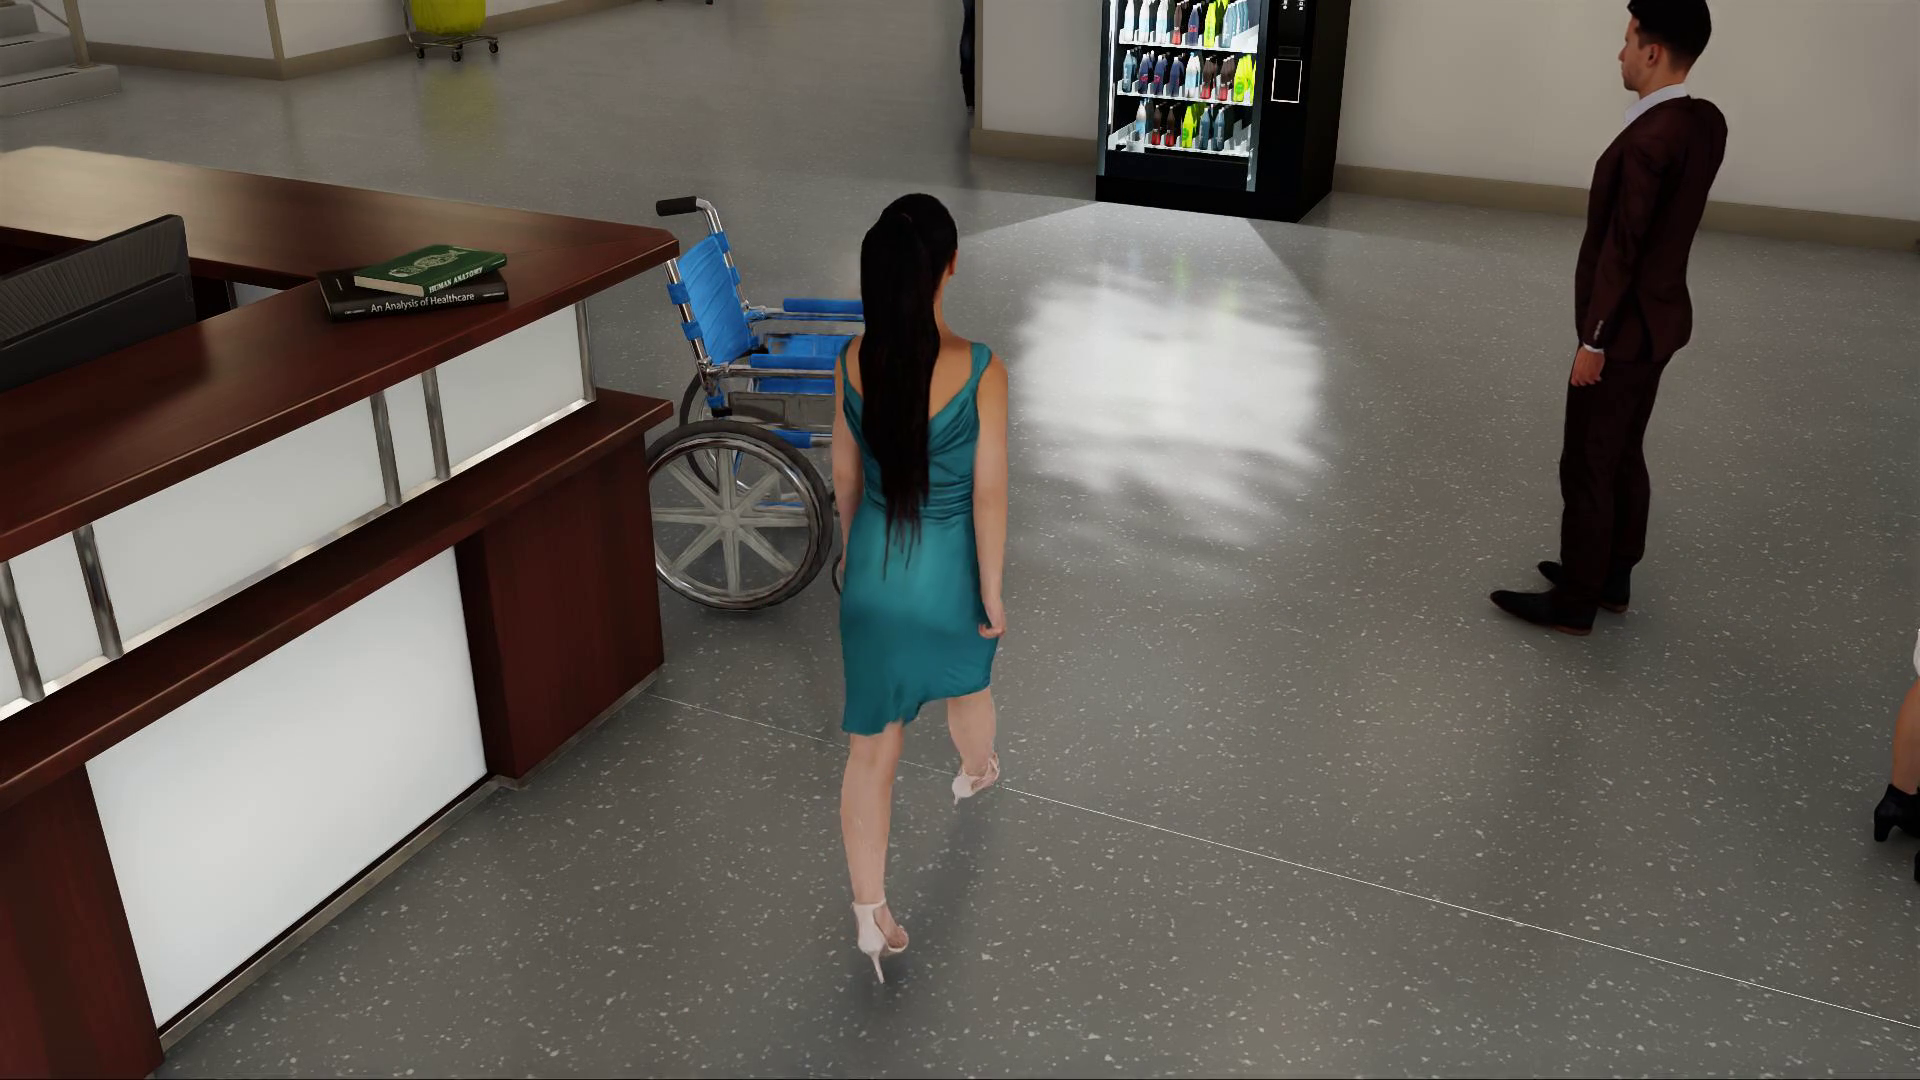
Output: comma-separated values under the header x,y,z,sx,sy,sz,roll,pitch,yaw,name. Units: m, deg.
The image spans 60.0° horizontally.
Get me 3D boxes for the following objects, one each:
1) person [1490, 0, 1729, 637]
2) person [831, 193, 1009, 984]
x,y,z,sx,sy,sz,roll,pitch,yaw,name
1.950,-0.621,4.829,0.699,1.859,0.746,20,32,36,person
-0.119,0.163,3.465,1.046,1.630,0.772,6,26,12,person
